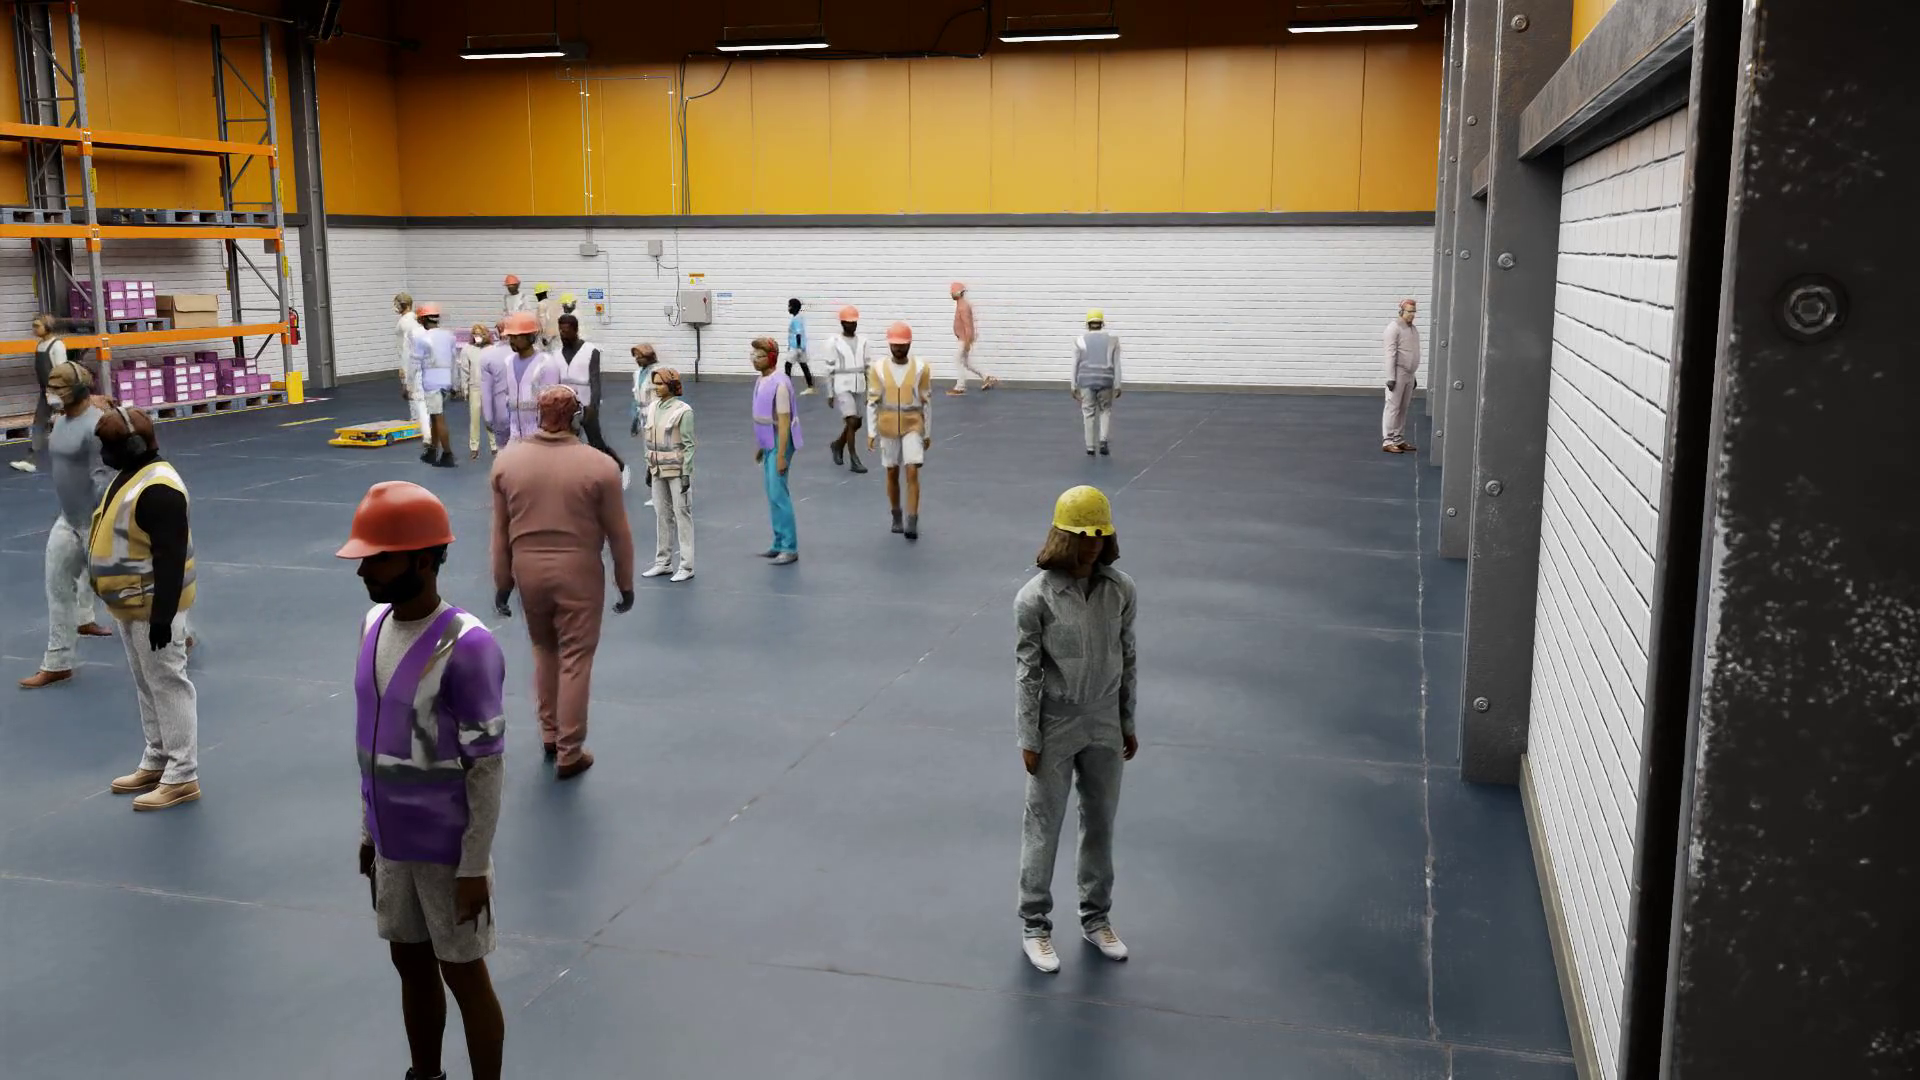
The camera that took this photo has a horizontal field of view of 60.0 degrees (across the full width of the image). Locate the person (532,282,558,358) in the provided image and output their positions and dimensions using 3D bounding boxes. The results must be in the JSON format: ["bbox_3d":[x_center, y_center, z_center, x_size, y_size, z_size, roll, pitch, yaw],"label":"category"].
[{"bbox_3d":[-7.523,-3.704,30.085,0.642,1.902,0.614,3,10,15],"label":"person"}]

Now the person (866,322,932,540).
[{"bbox_3d":[-0.534,-0.948,14.525,0.562,1.890,0.955,0,10,2],"label":"person"}]

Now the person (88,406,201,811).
[{"bbox_3d":[-3.726,0.305,7.604,0.429,1.838,0.621,-8,13,-39],"label":"person"}]

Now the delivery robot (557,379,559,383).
[{"bbox_3d":[-7.269,-2.873,28.959,0.707,0.478,0.477,0,10,-3],"label":"delivery robot"}]

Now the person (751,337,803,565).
[{"bbox_3d":[-1.489,-0.722,13.442,0.399,1.834,0.626,-4,11,-22],"label":"person"}]

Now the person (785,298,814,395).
[{"bbox_3d":[-2.886,-3.287,28.435,0.831,1.662,0.542,1,10,5],"label":"person"}]

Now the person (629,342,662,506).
[{"bbox_3d":[-3.026,-1.129,16.343,0.356,1.624,0.519,-8,13,-39],"label":"person"}]

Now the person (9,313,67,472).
[{"bbox_3d":[-10.356,-1.670,18.907,0.530,1.792,0.953,6,12,31],"label":"person"}]

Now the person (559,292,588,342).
[{"bbox_3d":[-6.339,-3.231,27.736,0.606,1.805,0.633,-5,11,-28],"label":"person"}]

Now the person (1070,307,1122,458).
[{"bbox_3d":[1.637,-1.897,20.117,0.622,1.817,0.430,0,10,0],"label":"person"}]

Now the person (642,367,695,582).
[{"bbox_3d":[-2.223,-0.503,12.737,0.511,1.640,0.308,8,13,39],"label":"person"}]

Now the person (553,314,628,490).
[{"bbox_3d":[-3.804,-1.366,16.954,0.631,1.887,0.865,5,11,27],"label":"person"}]

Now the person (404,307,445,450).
[{"bbox_3d":[-6.758,-2.060,21.093,0.589,1.823,1.051,-2,10,-13],"label":"person"}]

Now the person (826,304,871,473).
[{"bbox_3d":[-1.287,-1.738,18.969,0.551,1.912,0.823,-7,12,-34],"label":"person"}]

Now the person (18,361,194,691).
[{"bbox_3d":[-5.065,-0.110,9.800,0.644,1.906,0.964,8,13,38],"label":"person"}]

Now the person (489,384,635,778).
[{"bbox_3d":[-1.917,0.183,8.161,0.674,1.880,0.723,1,10,6],"label":"person"}]

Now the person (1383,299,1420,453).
[{"bbox_3d":[5.513,-2.036,20.682,0.399,1.902,0.643,9,14,42],"label":"person"}]

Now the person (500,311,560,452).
[{"bbox_3d":[-3.570,-0.873,13.751,0.610,2.025,0.544,5,11,27],"label":"person"}]

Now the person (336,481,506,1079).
[{"bbox_3d":[-1.463,0.800,4.516,0.542,1.938,0.357,7,12,35],"label":"person"}]

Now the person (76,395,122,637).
[{"bbox_3d":[-5.453,-0.140,10.771,0.801,1.592,0.523,0,10,1],"label":"person"}]

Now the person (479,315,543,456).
[{"bbox_3d":[-4.339,-1.244,16.226,0.655,1.887,0.620,-4,11,-23],"label":"person"}]

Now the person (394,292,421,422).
[{"bbox_3d":[-7.431,-2.361,22.412,0.372,1.940,0.632,-2,10,-10],"label":"person"}]

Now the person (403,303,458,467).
[{"bbox_3d":[-6.177,-1.801,19.361,0.847,1.887,0.576,6,12,30],"label":"person"}]

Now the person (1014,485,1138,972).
[{"bbox_3d":[0.419,0.662,5.873,0.480,1.734,0.333,-5,11,-27],"label":"person"}]

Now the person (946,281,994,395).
[{"bbox_3d":[0.159,-3.467,28.619,0.734,1.962,0.672,0,10,0],"label":"person"}]

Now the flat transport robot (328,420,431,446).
[{"bbox_3d":[-7.520,-1.404,21.703,0.652,0.197,1.431,3,11,16],"label":"flat transport robot"}]

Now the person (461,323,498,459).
[{"bbox_3d":[-5.742,-1.791,20.044,0.503,1.631,0.282,-3,10,-17],"label":"person"}]

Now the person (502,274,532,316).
[{"bbox_3d":[-8.336,-3.971,31.291,0.619,2.036,0.450,4,11,23],"label":"person"}]
